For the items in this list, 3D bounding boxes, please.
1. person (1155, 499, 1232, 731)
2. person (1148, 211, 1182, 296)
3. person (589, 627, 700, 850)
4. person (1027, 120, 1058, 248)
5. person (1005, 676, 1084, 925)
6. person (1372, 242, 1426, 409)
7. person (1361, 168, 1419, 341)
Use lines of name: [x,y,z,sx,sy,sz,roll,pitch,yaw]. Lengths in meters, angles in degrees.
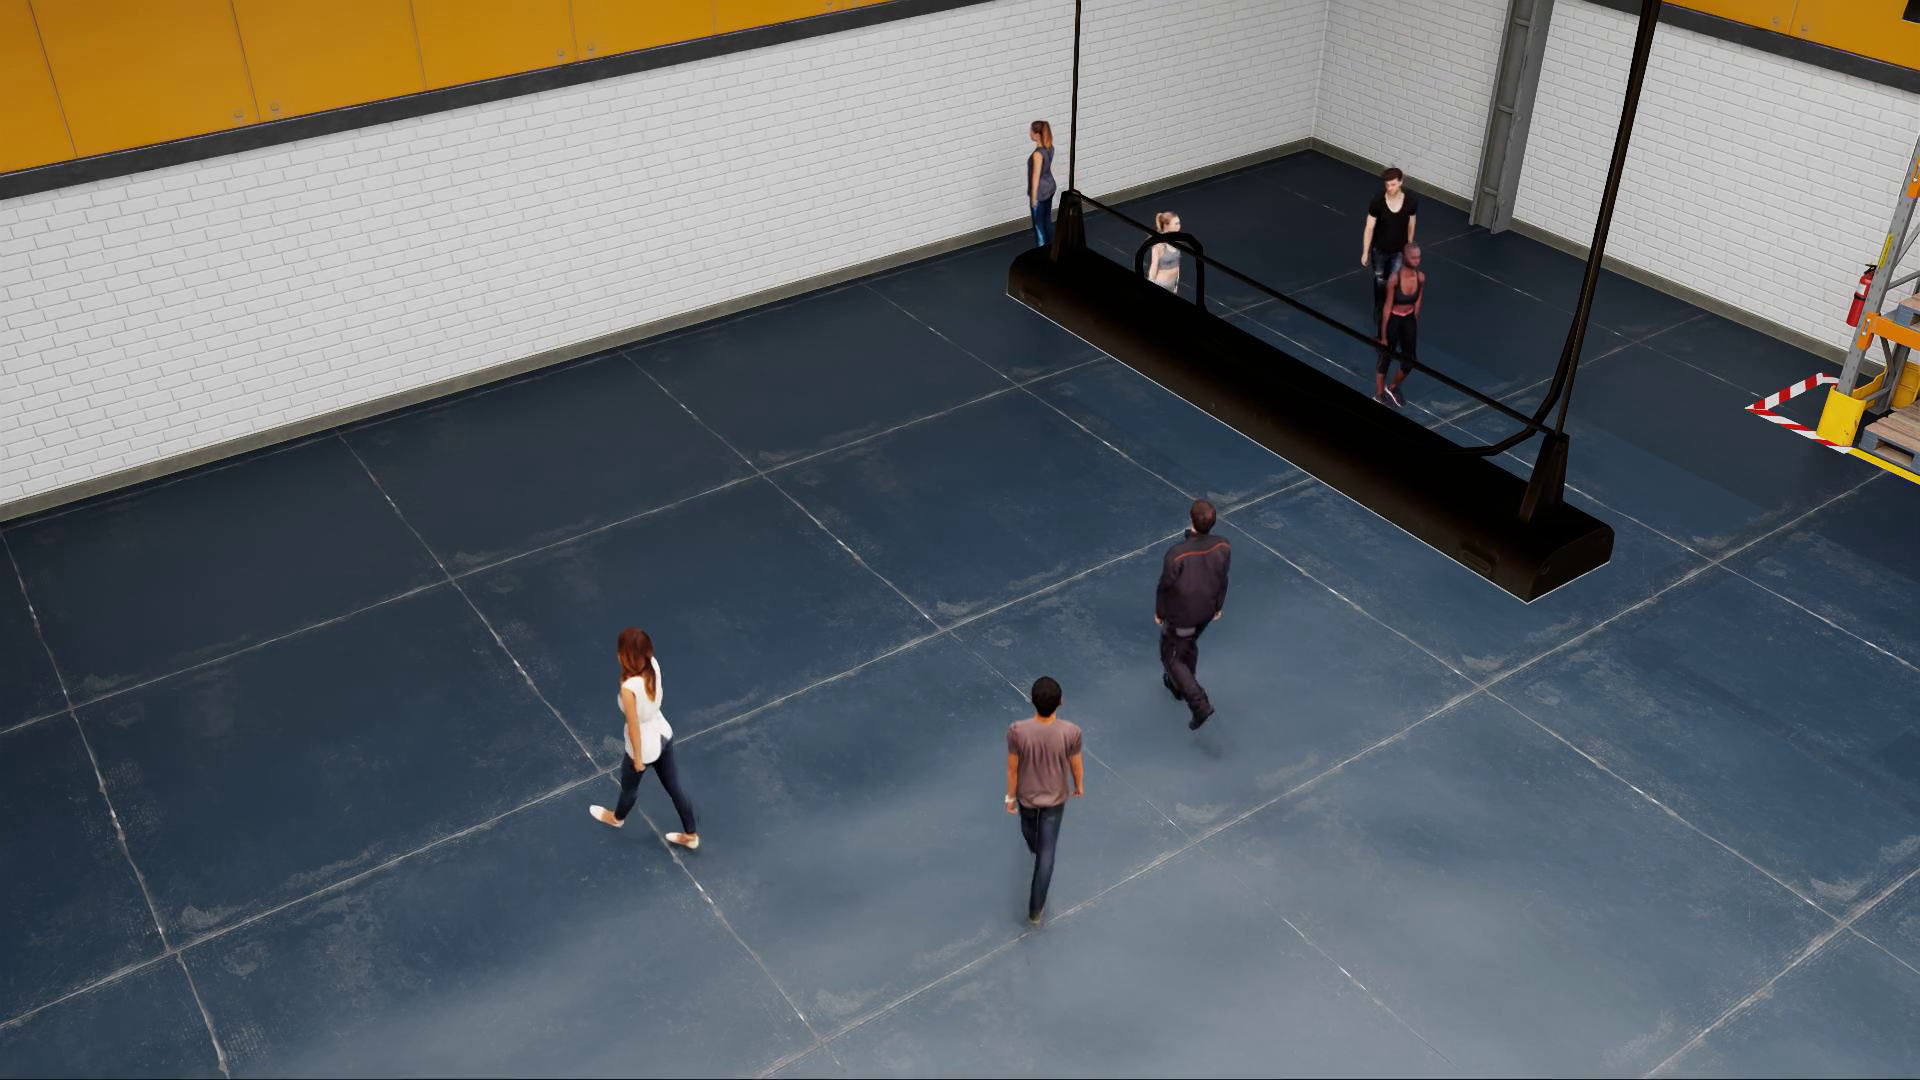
person: [1.707,0.566,12.103,0.775,1.813,1.039,-16,37,-22]
person: [1.990,-2.557,16.935,1.185,1.666,0.732,26,42,34]
person: [-1.967,1.361,10.966,1.140,1.747,0.972,13,36,18]
person: [0.934,-3.954,18.983,0.662,1.724,0.640,16,37,23]
person: [0.517,1.682,10.505,1.086,1.724,1.188,3,34,5]
person: [4.206,-2.109,16.187,0.696,1.747,0.712,-8,34,-11]
person: [4.556,-3.091,17.583,1.130,1.838,1.128,5,34,8]
